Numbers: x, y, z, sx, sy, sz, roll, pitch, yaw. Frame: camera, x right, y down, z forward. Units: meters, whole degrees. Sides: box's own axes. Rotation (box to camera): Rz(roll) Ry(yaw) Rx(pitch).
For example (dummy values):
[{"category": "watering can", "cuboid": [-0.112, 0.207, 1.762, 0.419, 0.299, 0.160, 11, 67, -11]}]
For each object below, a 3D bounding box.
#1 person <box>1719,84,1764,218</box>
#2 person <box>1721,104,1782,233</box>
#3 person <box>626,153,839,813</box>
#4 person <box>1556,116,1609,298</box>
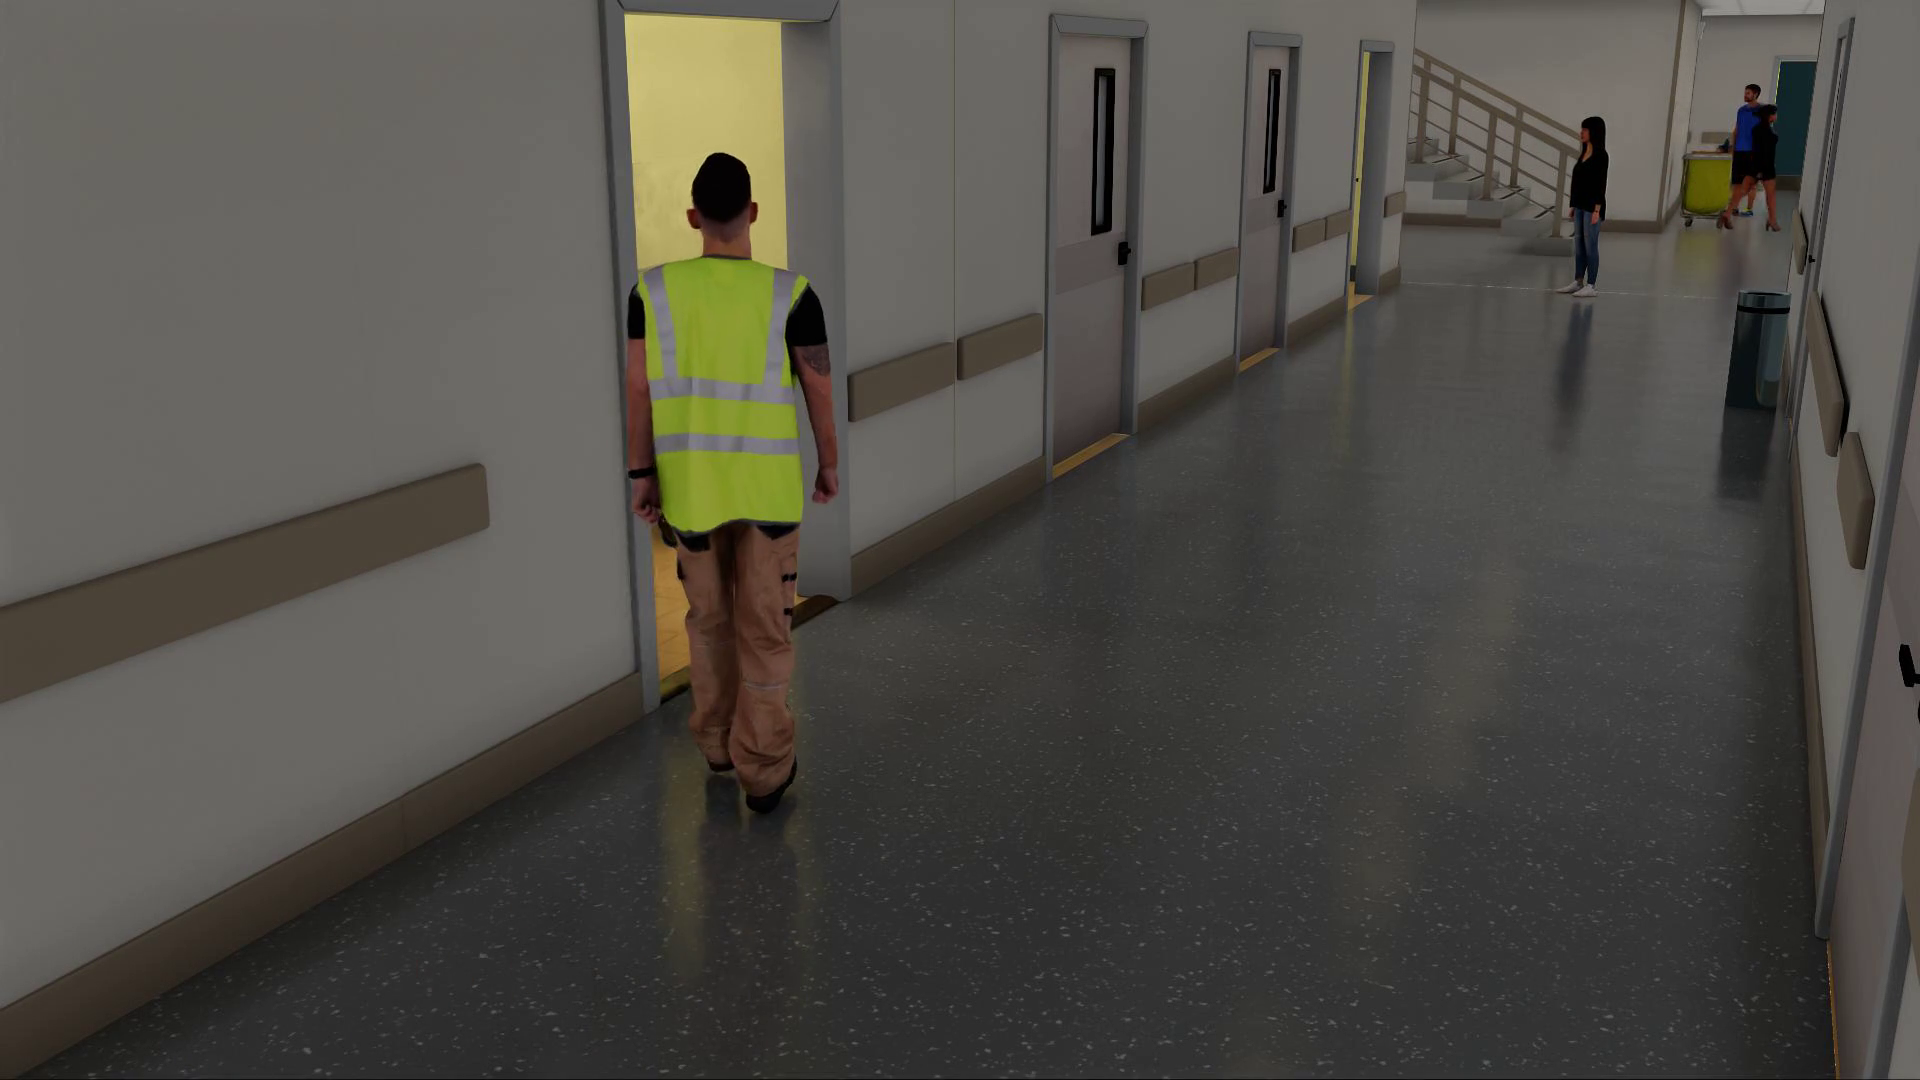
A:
[{"category": "person", "cuboid": [11.384, -5.624, 24.033, 0.762, 1.866, 0.685, -7, 17, -24]}, {"category": "person", "cuboid": [10.167, -4.721, 21.327, 1.092, 1.597, 0.926, -2, 16, -8]}, {"category": "person", "cuboid": [-0.636, -0.112, 4.561, 0.866, 1.825, 0.937, 1, 16, 3]}, {"category": "person", "cuboid": [5.872, -3.110, 15.525, 0.691, 1.646, 0.658, -3, 16, -11]}]
